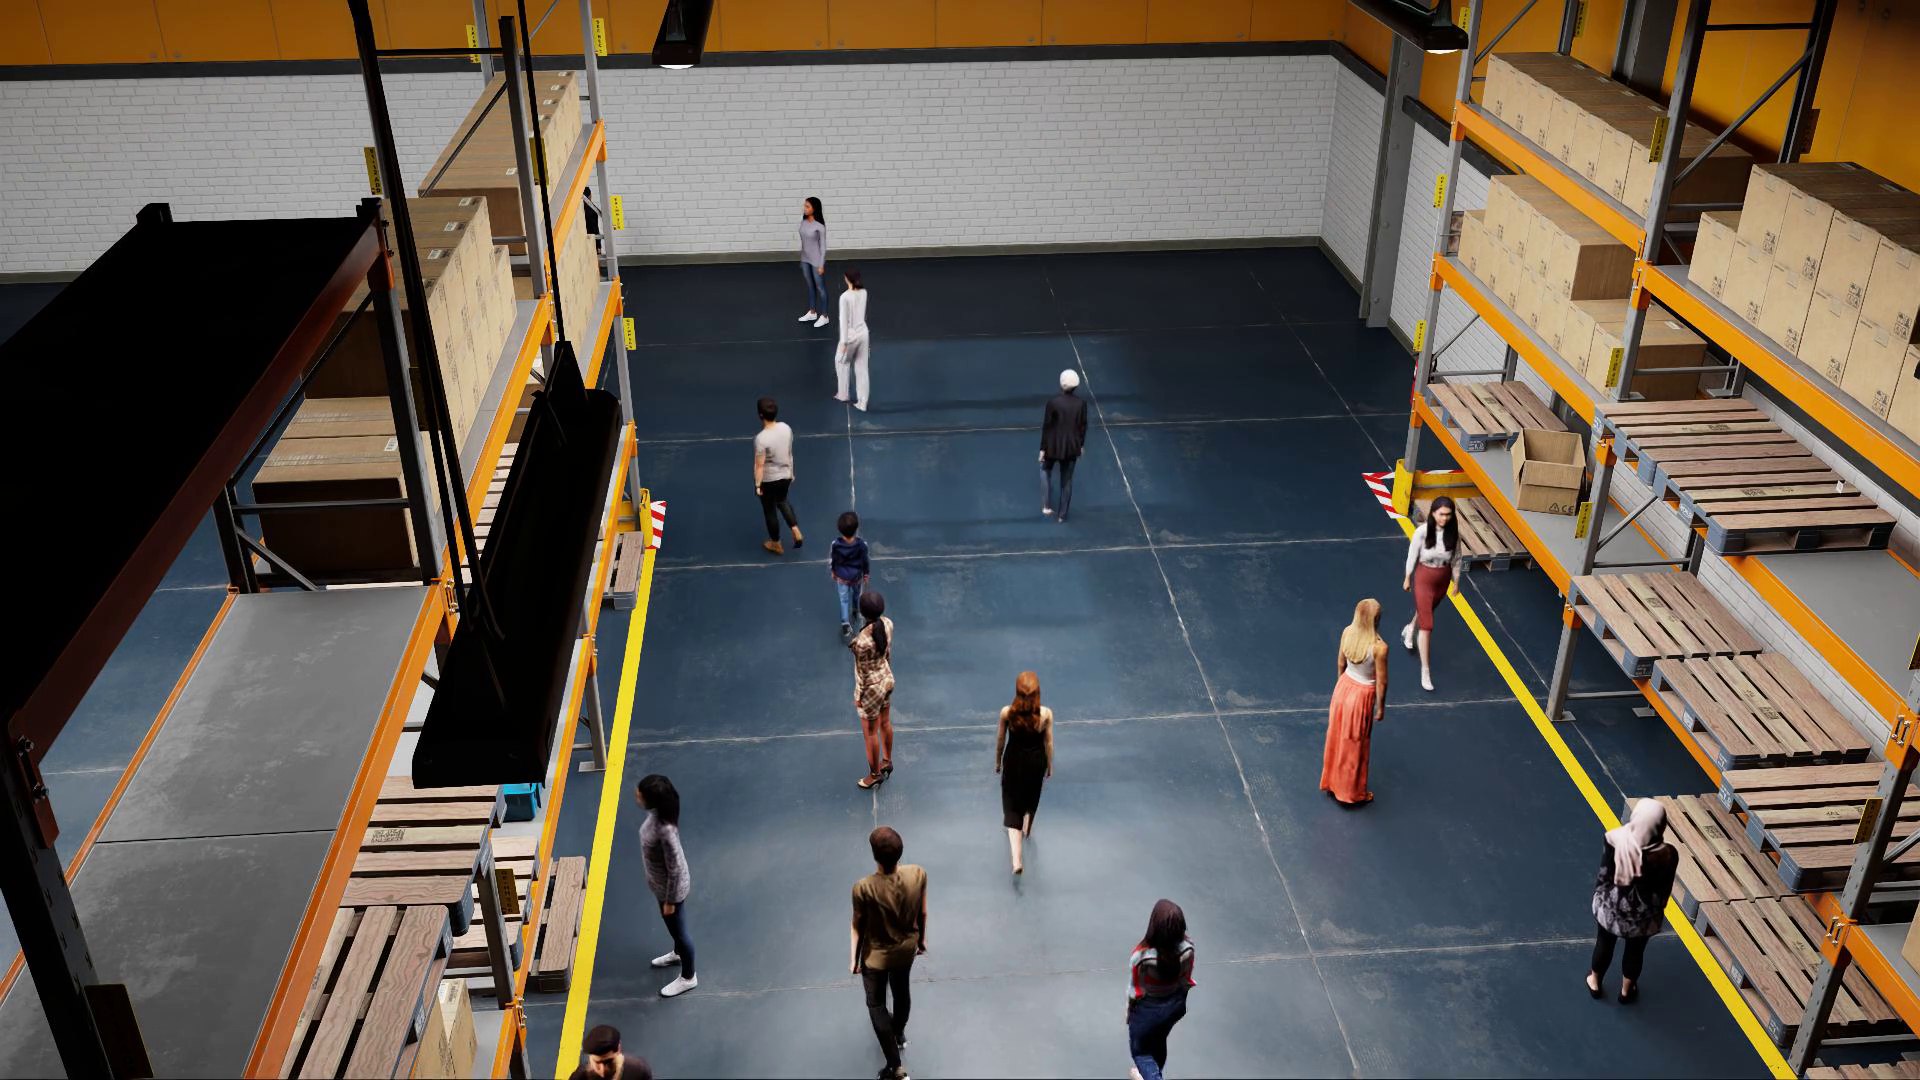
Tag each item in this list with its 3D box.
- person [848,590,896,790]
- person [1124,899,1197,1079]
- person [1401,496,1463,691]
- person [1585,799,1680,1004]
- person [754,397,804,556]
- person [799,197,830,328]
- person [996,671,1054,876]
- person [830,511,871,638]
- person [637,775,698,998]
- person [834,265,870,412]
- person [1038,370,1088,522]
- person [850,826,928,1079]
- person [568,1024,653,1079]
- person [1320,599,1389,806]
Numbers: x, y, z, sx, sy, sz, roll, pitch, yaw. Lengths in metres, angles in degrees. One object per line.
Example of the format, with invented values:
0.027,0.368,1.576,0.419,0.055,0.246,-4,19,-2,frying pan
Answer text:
-0.670,1.175,13.076,0.739,1.795,0.660,17,33,28,person
1.236,2.899,10.119,0.759,1.601,0.951,-11,30,-19,person
4.119,0.381,14.623,0.608,1.709,1.055,-2,29,-3,person
4.442,2.387,11.020,0.734,1.638,0.762,11,30,19,person
-1.780,-0.602,16.422,0.830,1.710,0.896,-25,37,-38,person
-1.930,-3.710,22.096,0.748,1.735,0.666,-25,37,-38,person
0.477,1.727,12.275,0.630,1.594,1.066,0,29,-1,person
-1.029,0.325,15.260,0.578,1.197,0.835,1,29,1,person
-1.949,2.272,11.130,0.720,1.734,0.541,-9,30,-16,person
-1.182,-2.338,19.566,0.838,1.747,0.931,-21,35,-34,person
1.023,-0.892,17.200,0.773,1.763,0.642,-5,29,-9,person
-0.426,2.591,10.417,0.883,1.856,1.052,-14,32,-24,person
-1.926,3.296,9.317,0.694,1.671,1.051,-5,29,-9,person
3.072,1.250,12.933,0.782,1.802,0.675,-16,33,-27,person
